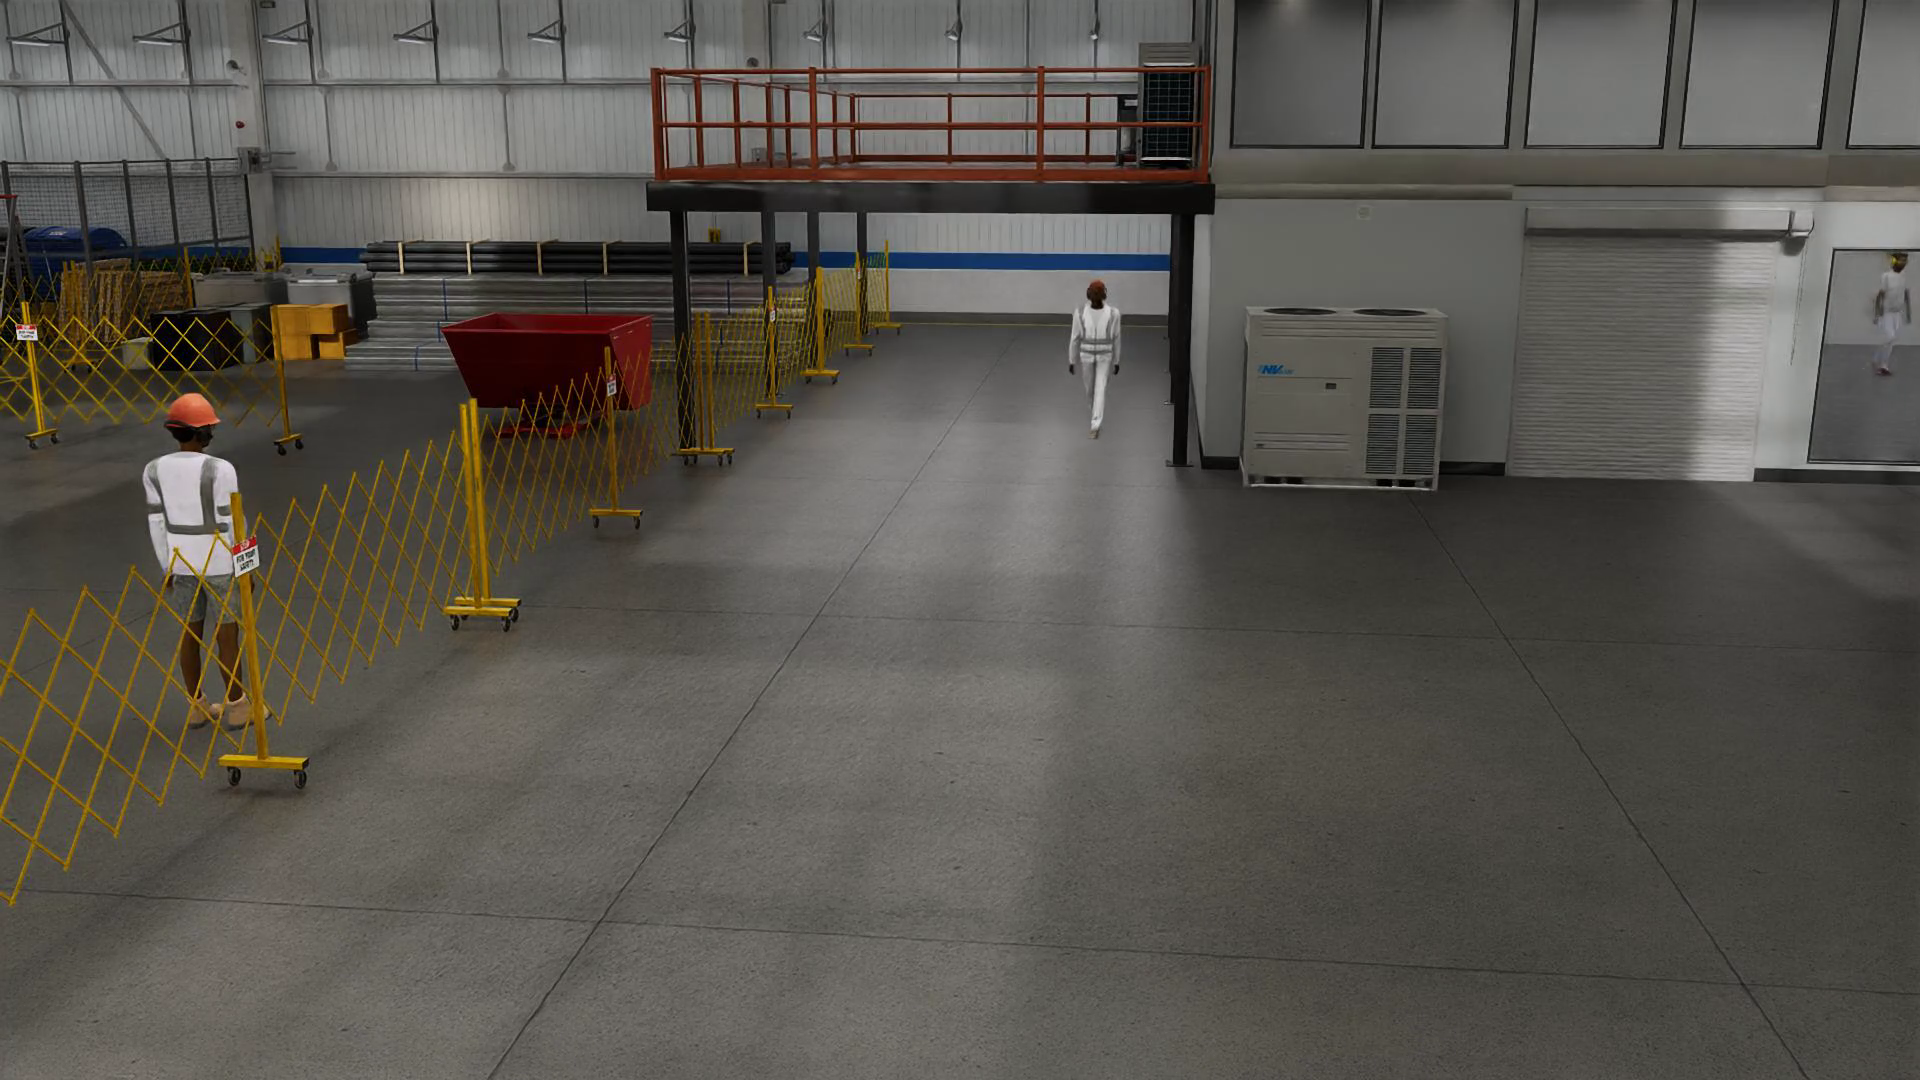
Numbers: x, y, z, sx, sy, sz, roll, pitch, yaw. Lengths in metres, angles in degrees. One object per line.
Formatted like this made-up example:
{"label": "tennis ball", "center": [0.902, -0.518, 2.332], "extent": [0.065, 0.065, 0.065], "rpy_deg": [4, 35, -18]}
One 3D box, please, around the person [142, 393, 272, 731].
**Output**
{"label": "person", "center": [-4.514, 0.139, 9.964], "extent": [0.605, 2.045, 0.381], "rpy_deg": [3, 14, 11]}

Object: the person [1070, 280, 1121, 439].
{"label": "person", "center": [1.616, -2.175, 19.846], "extent": [0.586, 1.850, 0.927], "rpy_deg": [3, 14, 12]}
